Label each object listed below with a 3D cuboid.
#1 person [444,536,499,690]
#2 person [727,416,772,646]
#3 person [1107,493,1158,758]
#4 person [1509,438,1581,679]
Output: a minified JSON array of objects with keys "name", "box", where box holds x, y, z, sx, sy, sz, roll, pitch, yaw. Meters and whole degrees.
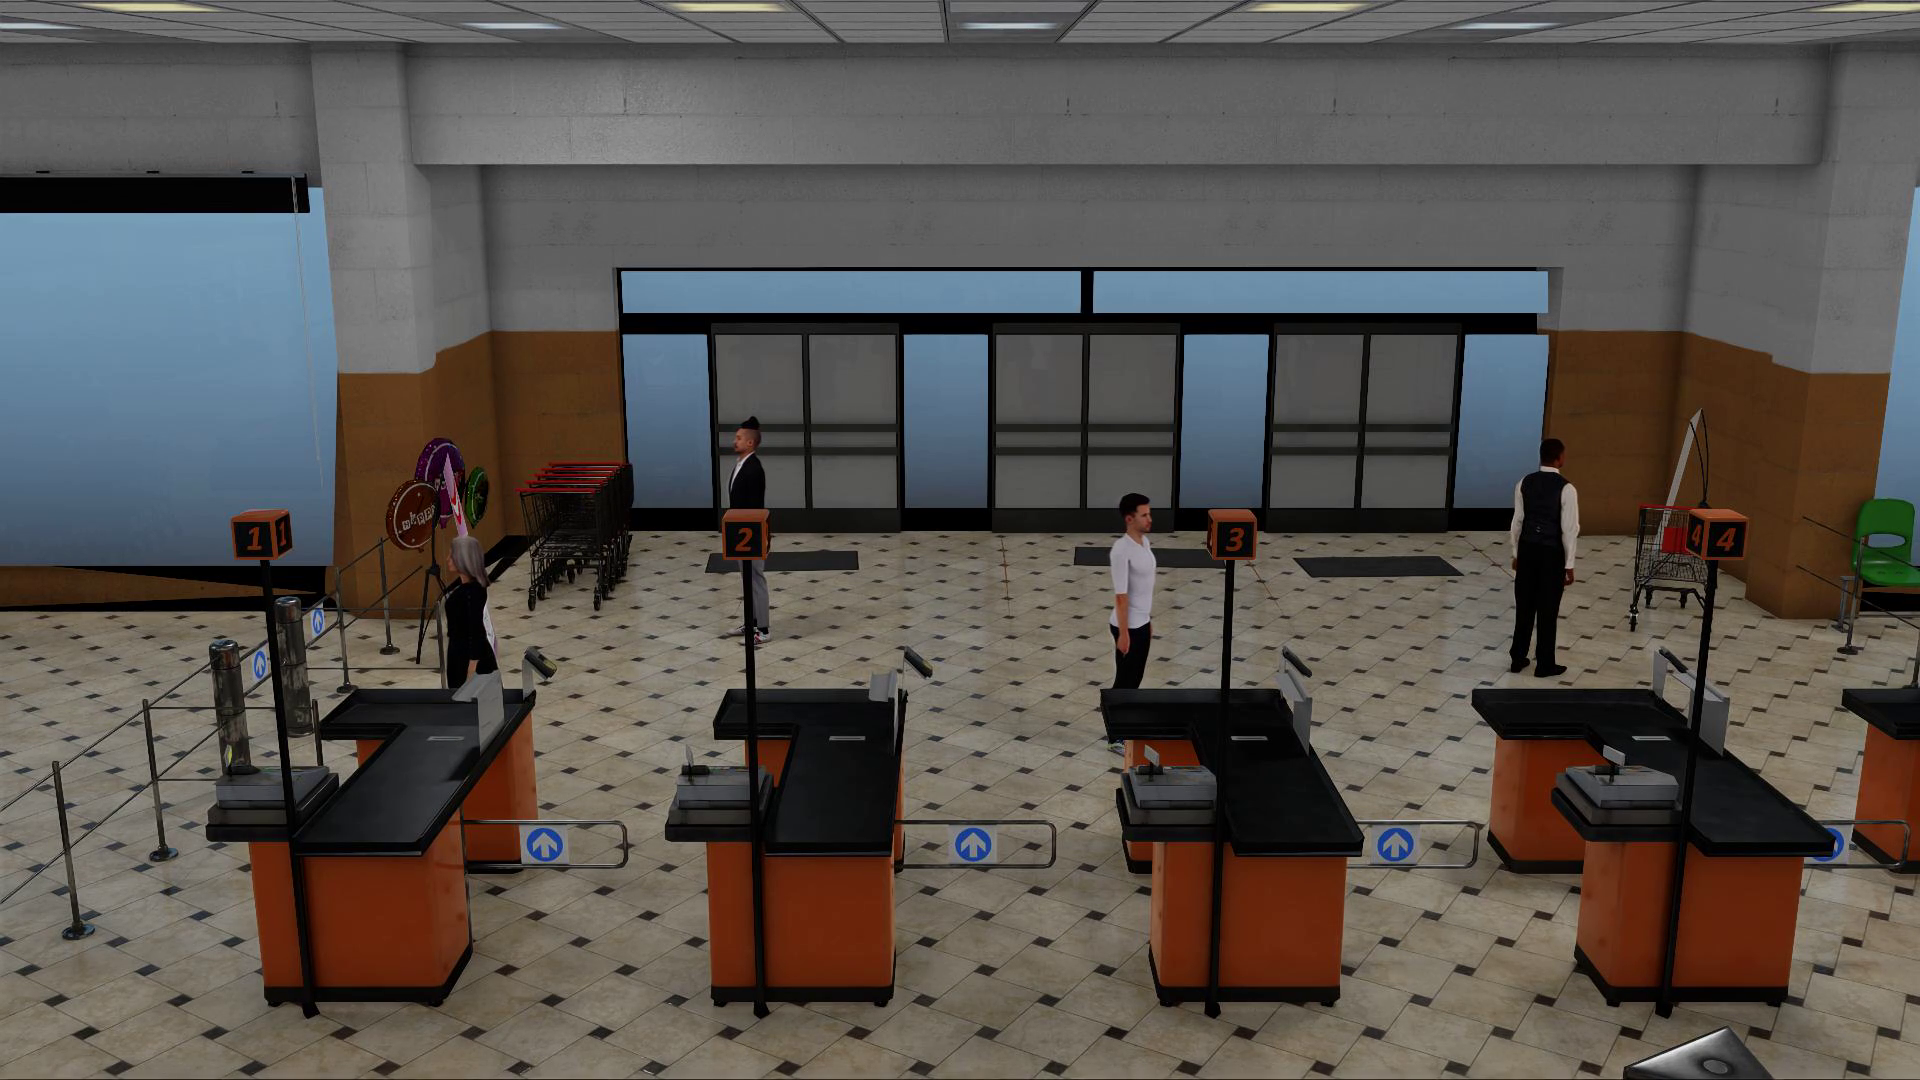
[{"name":"person","box":[-3.189,0.820,10.855,0.749,1.746,0.632,-6,15,-23]},{"name":"person","box":[-1.783,-0.091,14.180,0.845,1.950,0.690,-6,15,-22]},{"name":"person","box":[1.200,0.575,11.644,0.813,1.851,0.662,7,15,26]},{"name":"person","box":[4.661,0.132,13.328,0.830,1.918,0.765,-13,19,-43]}]
